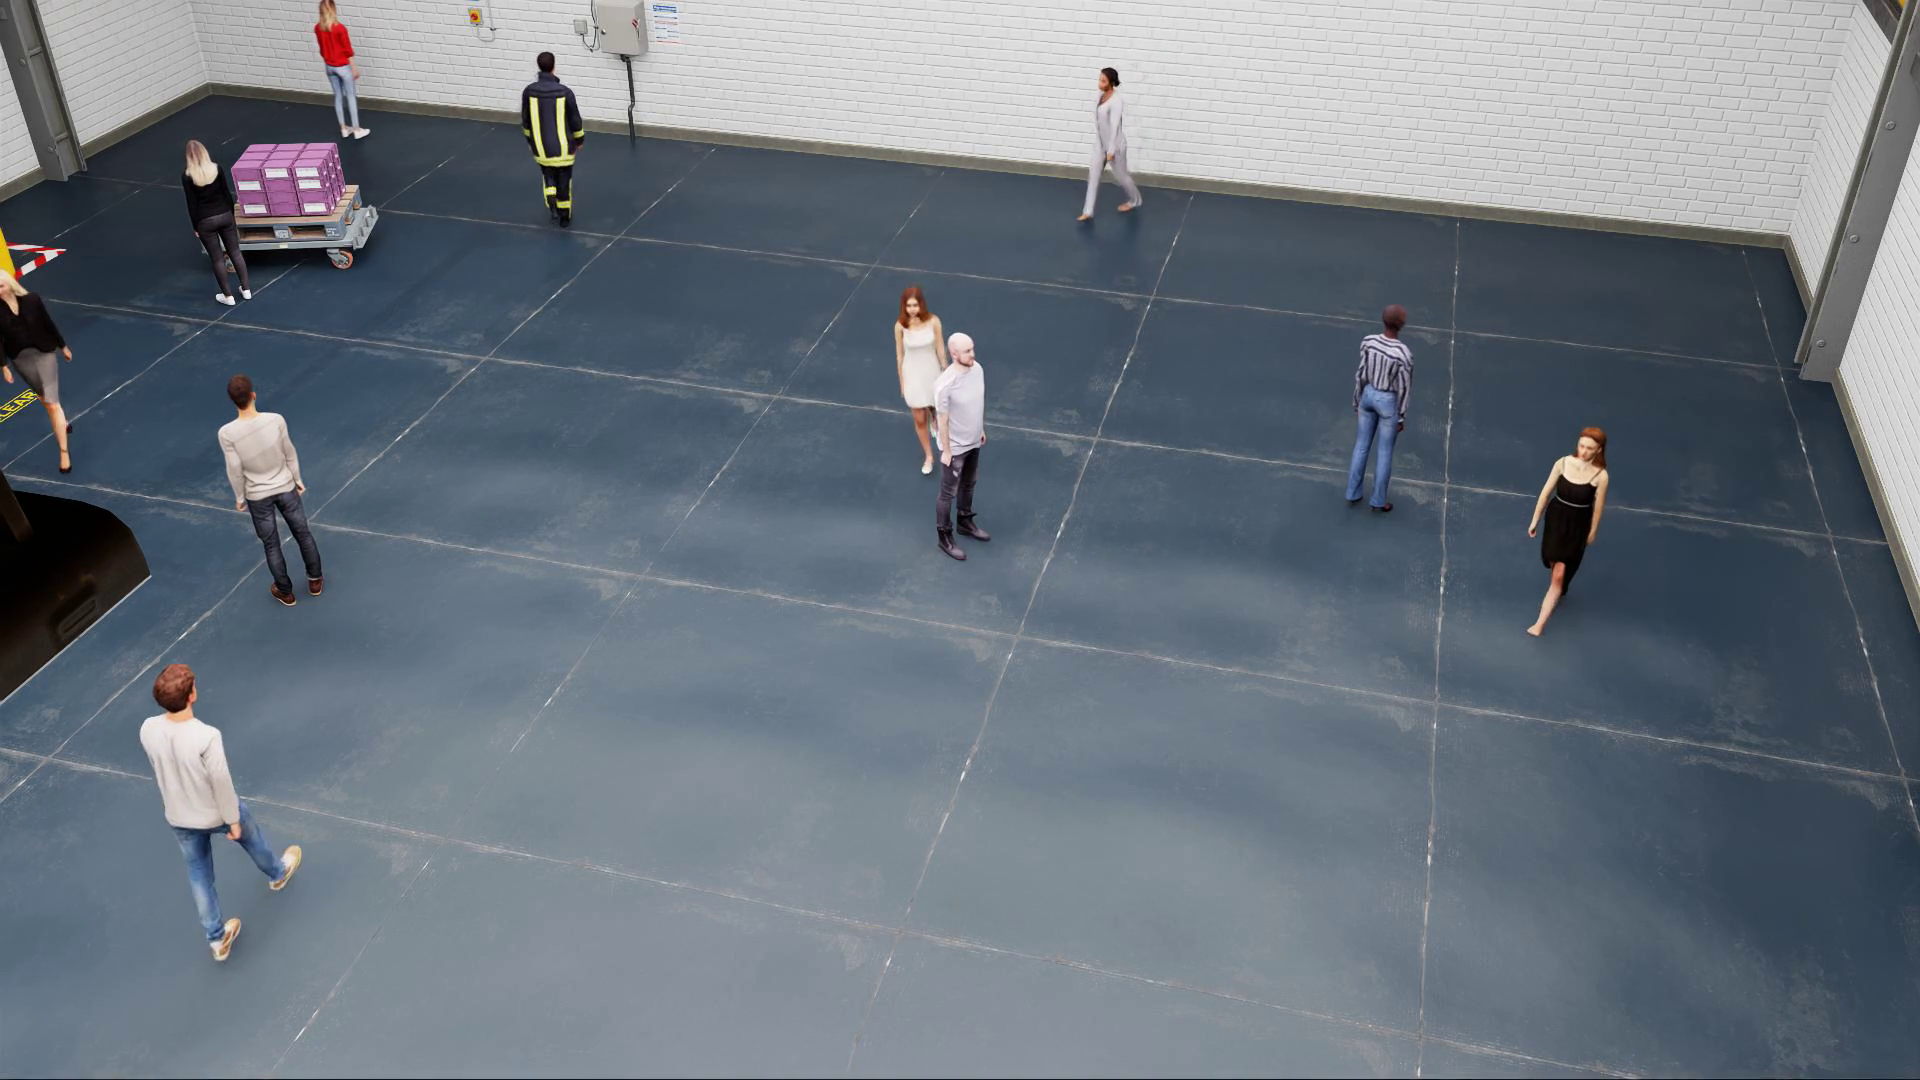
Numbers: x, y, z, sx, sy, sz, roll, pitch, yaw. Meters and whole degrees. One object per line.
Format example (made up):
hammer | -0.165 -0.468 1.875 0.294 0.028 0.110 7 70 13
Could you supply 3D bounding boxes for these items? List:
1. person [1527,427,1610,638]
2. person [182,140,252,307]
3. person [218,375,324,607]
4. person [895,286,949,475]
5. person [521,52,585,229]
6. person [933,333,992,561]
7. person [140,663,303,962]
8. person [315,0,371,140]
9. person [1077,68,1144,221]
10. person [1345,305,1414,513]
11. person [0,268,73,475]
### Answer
person | 4.441 -0.129 12.081 0.892 1.579 1.155 26 41 33
person | -7.405 -3.156 16.540 0.635 1.687 0.745 -29 43 -36
person | -5.043 -0.354 12.165 0.724 1.863 0.799 -20 39 -28
person | -0.311 -1.391 13.884 0.735 1.686 0.952 -4 34 -6
person | -4.432 -4.310 18.067 0.873 1.917 0.790 0 34 0
person | -0.003 -0.758 12.799 0.801 1.833 0.666 23 40 31
person | -4.254 1.578 9.259 0.766 1.862 1.106 3 34 4
person | -7.672 -5.813 20.521 0.615 1.704 0.520 10 35 15
person | 1.724 -4.377 18.367 1.134 1.696 1.057 -14 36 -21
person | 3.350 -1.037 13.255 0.705 1.793 0.699 -29 43 -36
person | -7.744 -1.496 13.951 1.151 1.787 1.258 -19 38 -26
